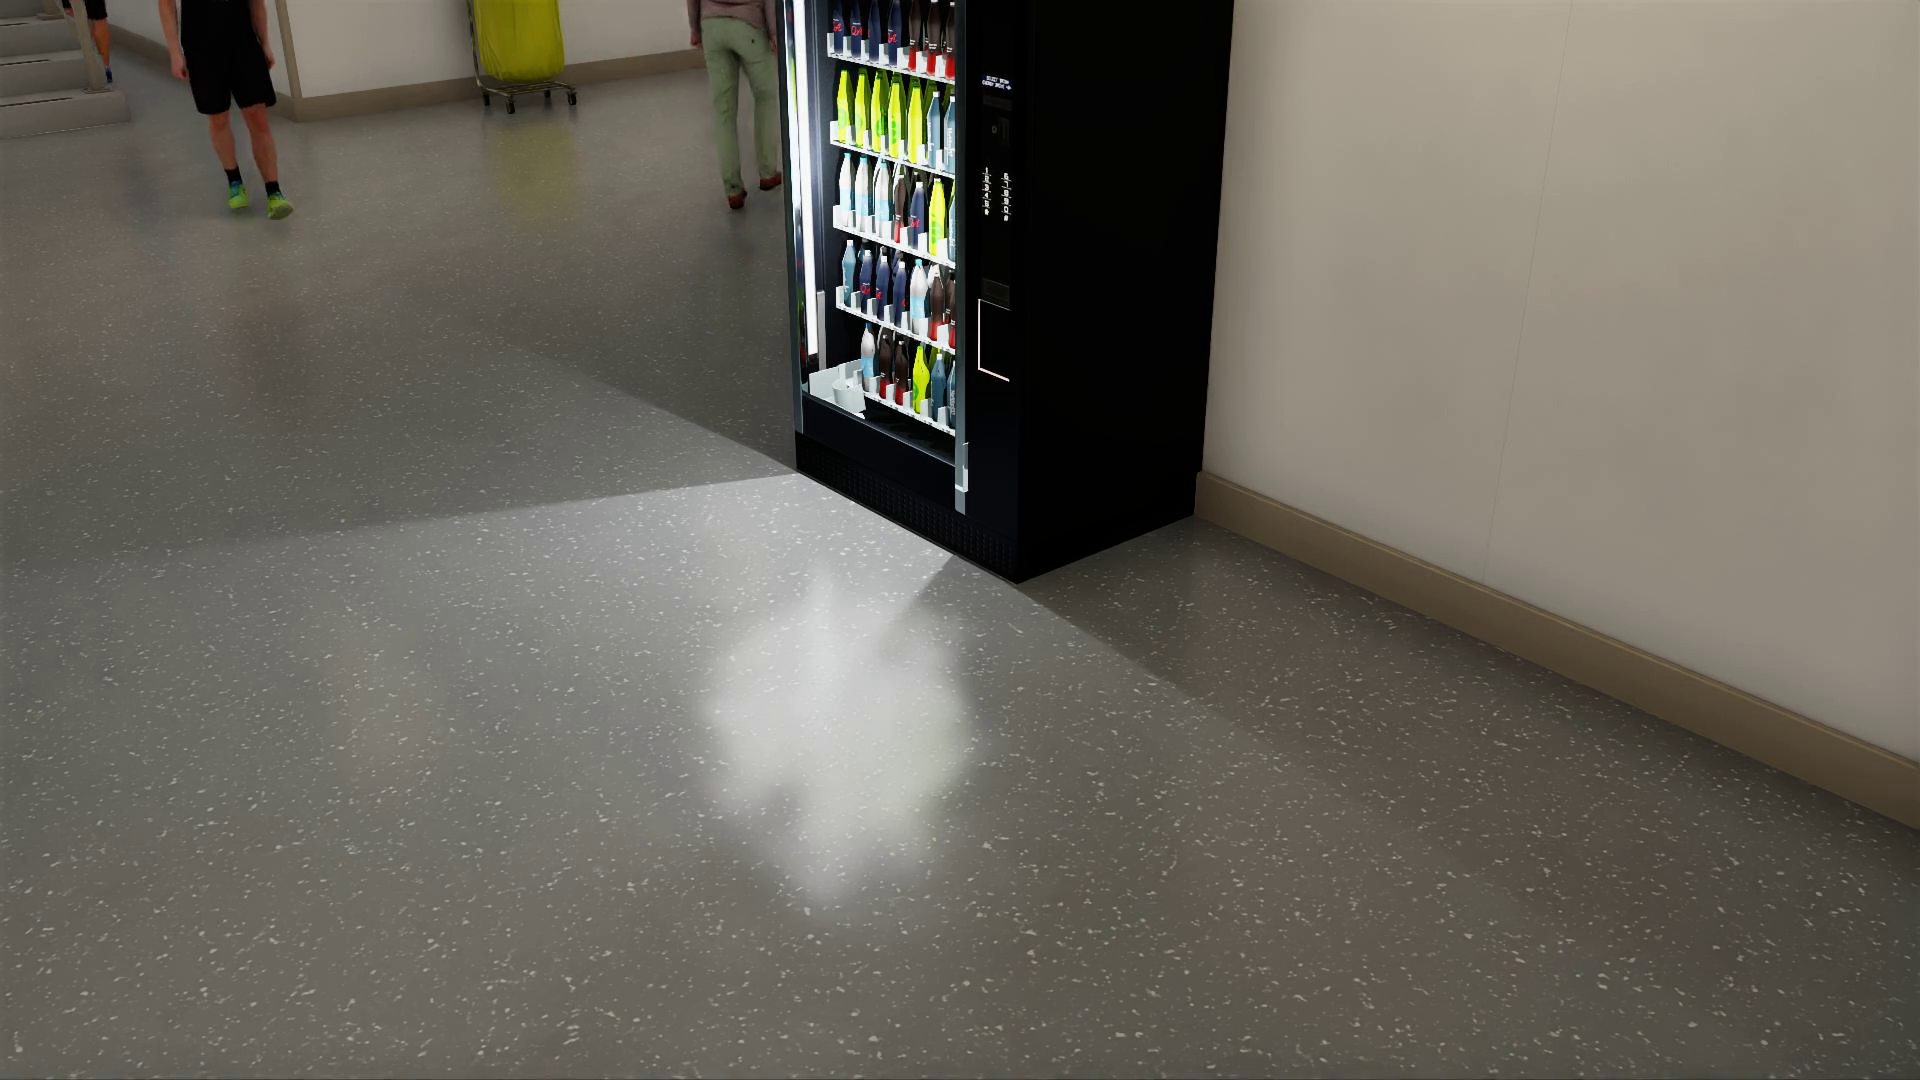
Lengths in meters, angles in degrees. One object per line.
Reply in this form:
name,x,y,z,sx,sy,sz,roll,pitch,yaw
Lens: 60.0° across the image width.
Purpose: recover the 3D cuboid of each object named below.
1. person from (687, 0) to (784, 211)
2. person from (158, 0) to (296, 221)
person,-1.244,-2.730,9.086,0.978,1.854,1.041,1,26,3
person,-3.994,-2.662,8.957,0.827,1.845,1.162,-14,29,-27
